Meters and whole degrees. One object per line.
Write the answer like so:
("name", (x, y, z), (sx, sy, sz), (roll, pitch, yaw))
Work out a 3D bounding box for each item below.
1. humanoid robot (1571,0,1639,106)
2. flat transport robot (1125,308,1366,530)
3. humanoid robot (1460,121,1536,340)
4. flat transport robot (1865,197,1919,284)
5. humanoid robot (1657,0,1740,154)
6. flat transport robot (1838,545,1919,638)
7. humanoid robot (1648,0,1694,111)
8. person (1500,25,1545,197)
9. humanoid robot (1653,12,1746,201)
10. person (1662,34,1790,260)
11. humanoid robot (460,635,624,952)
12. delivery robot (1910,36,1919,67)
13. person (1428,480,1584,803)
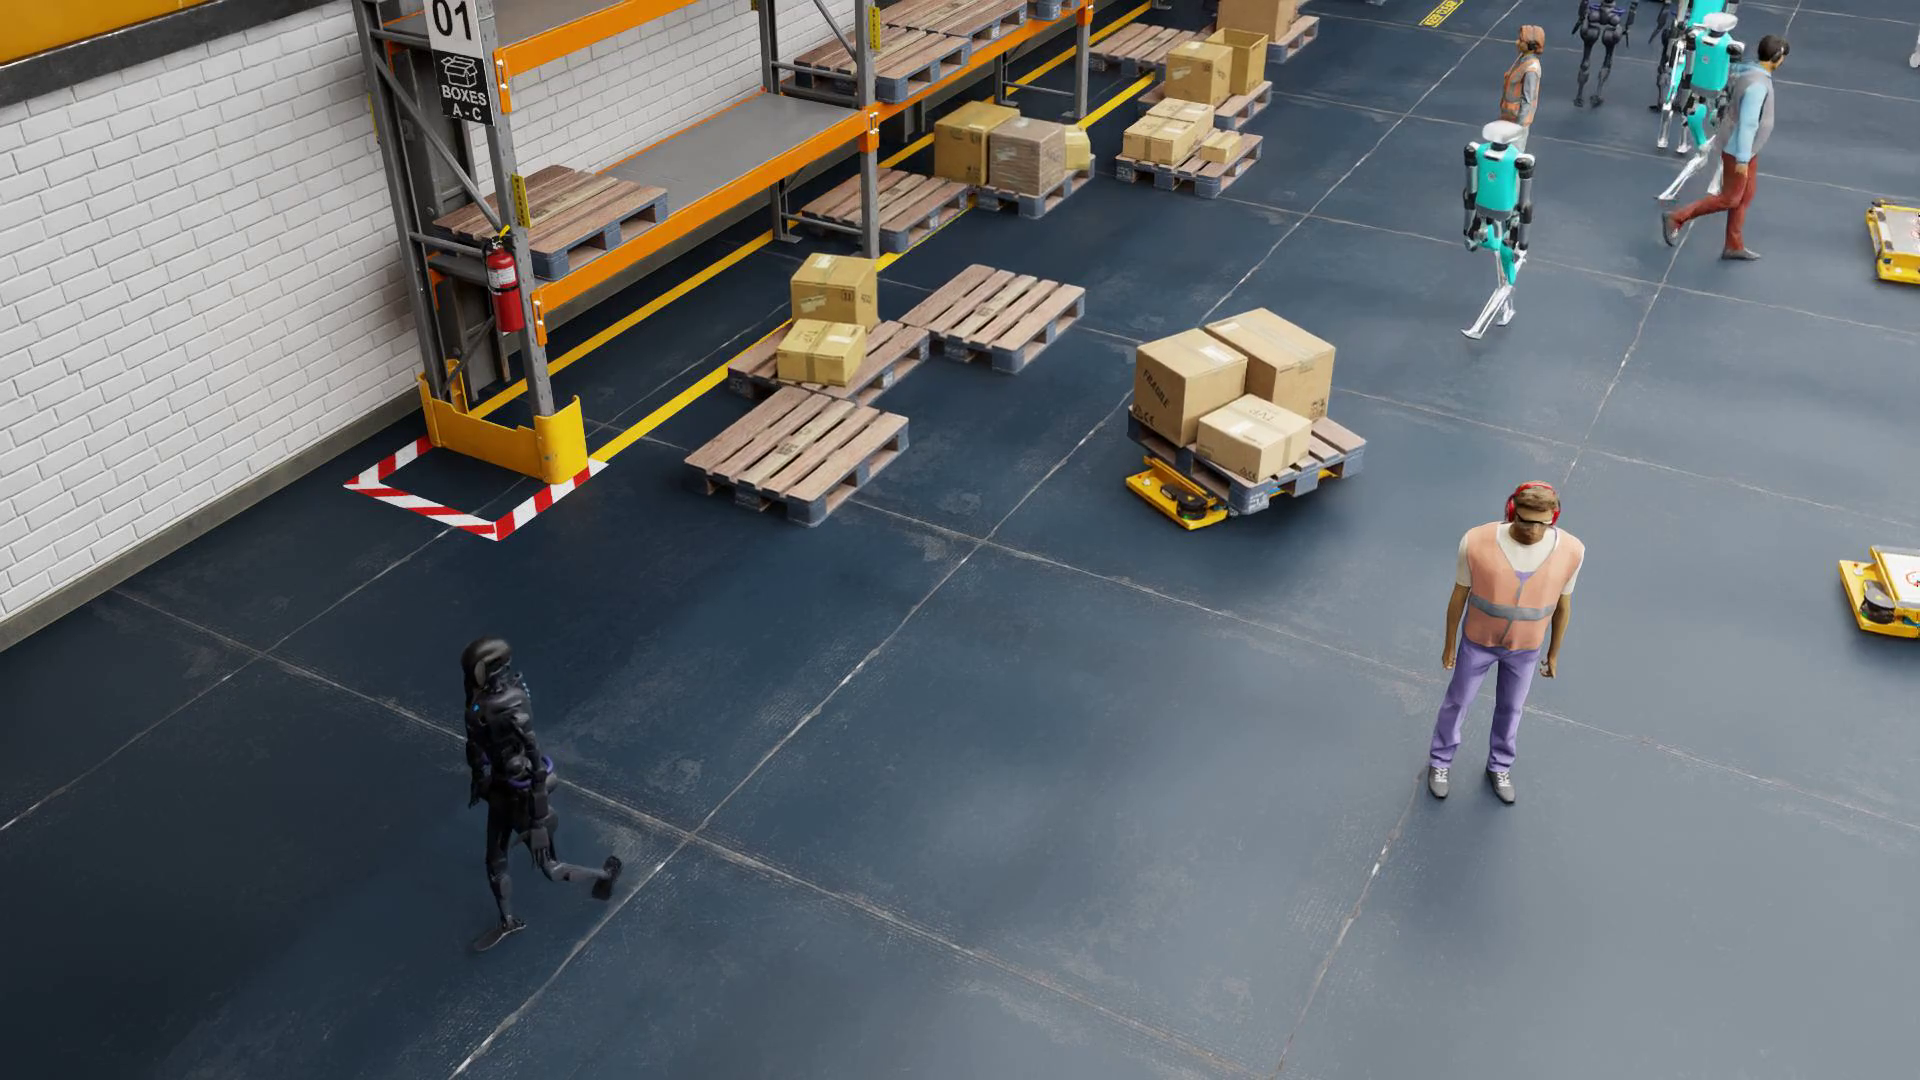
("humanoid robot", (6.475, -5.200, 16.747), (0.585, 1.645, 0.354), (17, 37, 24))
("flat transport robot", (1.849, -0.479, 10.873), (1.431, 0.231, 0.659), (-20, 38, -27))
("humanoid robot", (4.032, -2.313, 12.302), (0.560, 1.709, 0.971), (28, 43, 35))
("flat transport robot", (8.002, -2.480, 13.901), (0.659, 0.231, 1.431), (11, 35, 16))
("humanoid robot", (6.808, -4.448, 15.473), (0.531, 1.719, 0.713), (16, 37, 23))
("flat transport robot", (5.913, 0.367, 9.593), (1.431, 0.231, 0.659), (7, 34, 11))
("humanoid robot", (7.222, -5.120, 16.621), (0.588, 1.655, 0.327), (-3, 34, -4))
("person", (4.812, -3.638, 14.403), (0.306, 1.643, 0.513), (3, 34, 5))
("humanoid robot", (6.608, -3.762, 14.512), (0.953, 1.729, 0.532), (-21, 39, -28))
("person", (6.322, -3.194, 13.564), (0.763, 1.837, 0.576), (13, 36, 19))
("humanoid robot", (-1.896, 1.082, 7.277), (0.732, 1.652, 0.598), (-29, 43, -36))
("delivery robot", (10.612, -5.223, 17.806), (0.499, 0.612, 0.796), (-5, 34, -8))
("person", (2.604, 0.477, 8.010), (0.559, 1.836, 0.390), (4, 34, 6))
